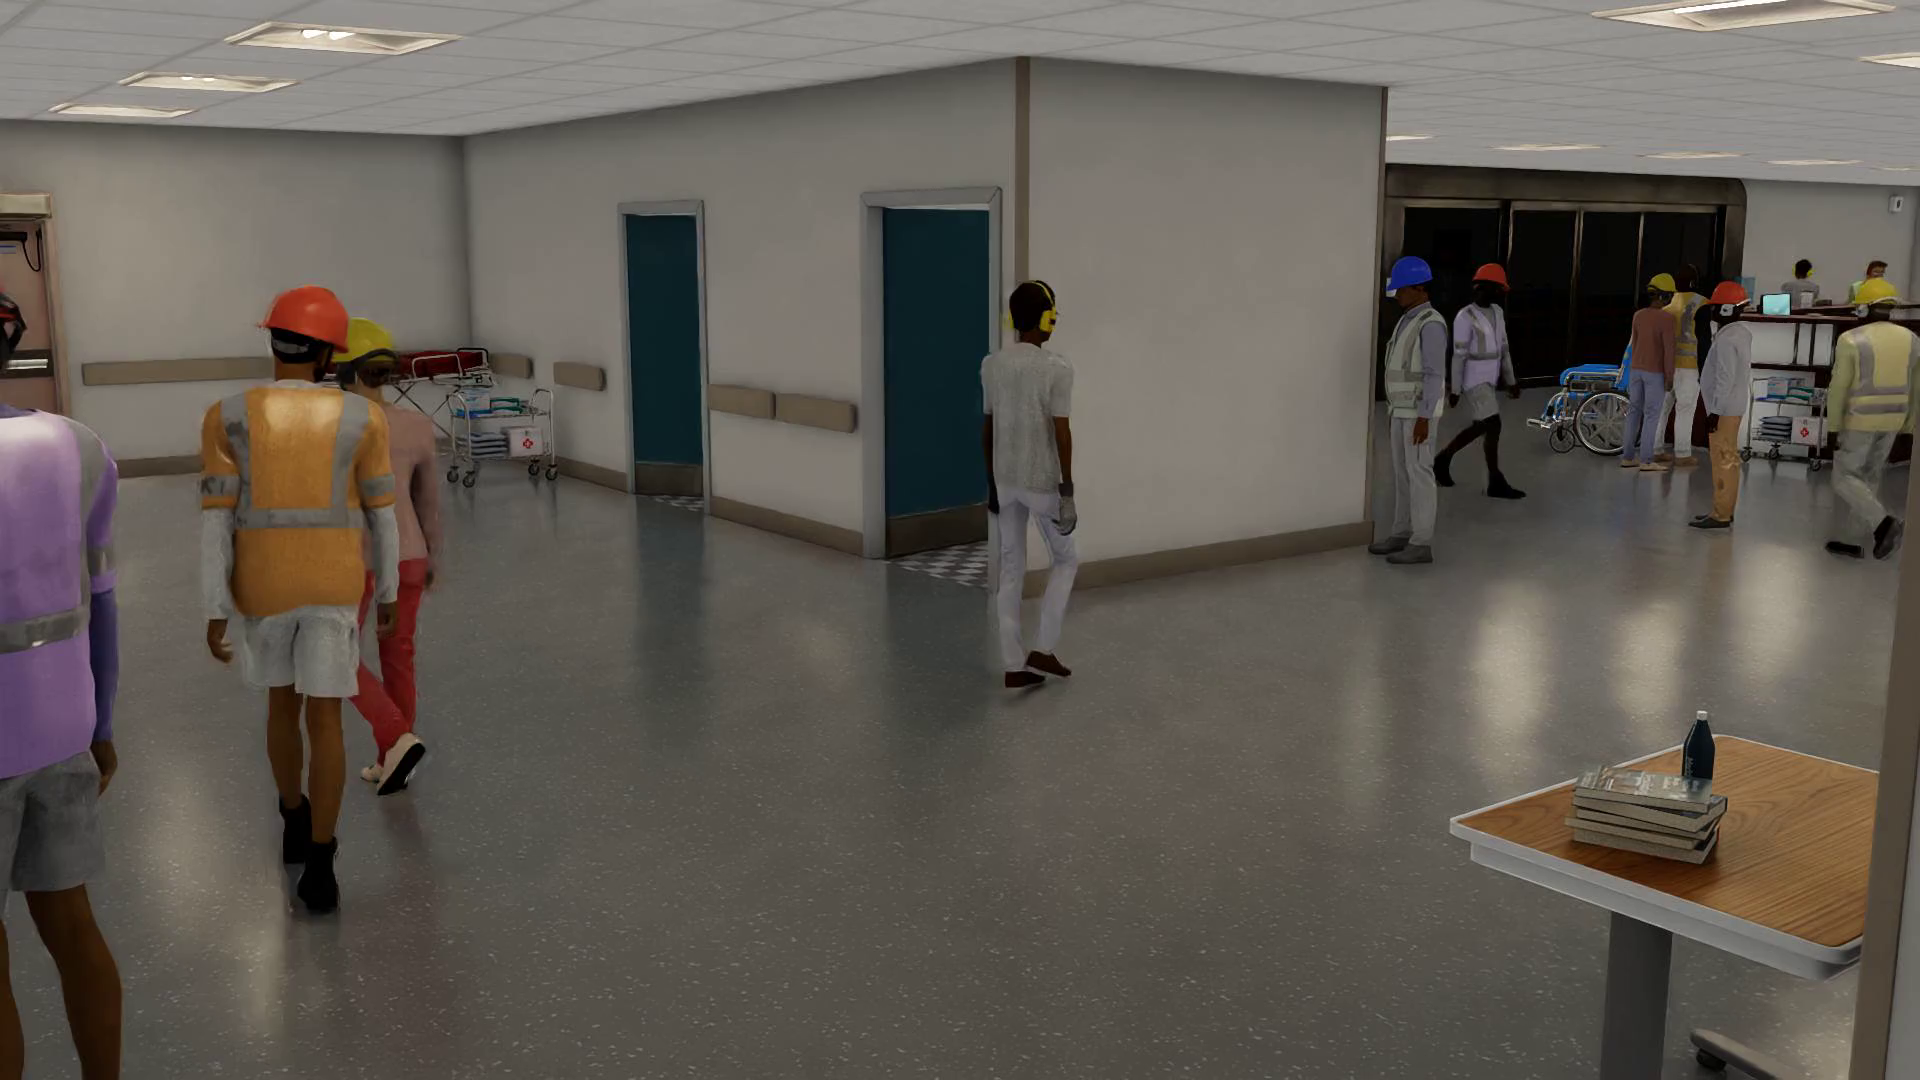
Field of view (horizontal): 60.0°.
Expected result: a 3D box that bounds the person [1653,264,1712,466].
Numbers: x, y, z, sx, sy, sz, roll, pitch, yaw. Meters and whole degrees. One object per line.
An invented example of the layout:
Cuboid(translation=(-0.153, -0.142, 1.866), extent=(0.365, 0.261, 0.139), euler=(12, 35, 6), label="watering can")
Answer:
Cuboid(translation=(6.578, -1.588, 15.182), extent=(0.431, 1.836, 0.618), euler=(-5, 11, -24), label="person")

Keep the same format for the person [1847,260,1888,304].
Cuboid(translation=(11.772, -2.728, 21.651), extent=(0.612, 1.818, 0.778), euler=(0, 10, 2), label="person")

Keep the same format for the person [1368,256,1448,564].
Cuboid(translation=(2.862, -0.818, 10.551), extent=(0.400, 1.938, 0.602), euler=(-1, 10, -4), label="person")

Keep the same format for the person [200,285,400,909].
Cuboid(translation=(-2.058, 0.155, 5.236), extent=(0.562, 1.880, 0.887), euler=(-3, 10, -15), label="person")

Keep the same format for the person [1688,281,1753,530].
Cuboid(translation=(5.403, -0.951, 11.809), extent=(0.327, 1.753, 0.561), euler=(7, 12, 34), label="person")

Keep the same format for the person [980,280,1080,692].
Cuboid(translation=(0.347, -0.240, 7.548), extent=(0.562, 1.852, 0.527), euler=(7, 12, 33), label="person")

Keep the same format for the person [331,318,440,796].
Cuboid(translation=(-2.098, 0.081, 6.011), extent=(0.462, 1.754, 0.540), euler=(8, 13, 38), label="person")

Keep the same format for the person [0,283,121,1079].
Cuboid(translation=(-2.004, 0.411, 3.433), extent=(0.409, 2.030, 0.610), euler=(3, 11, 17), label="person")

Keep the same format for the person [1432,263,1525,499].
Cuboid(translation=(4.196, -1.305, 13.484), extent=(0.531, 1.866, 0.954), euler=(-9, 14, -43), label="person")

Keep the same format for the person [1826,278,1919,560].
Cuboid(translation=(5.797, -0.742, 10.501), extent=(0.617, 1.804, 0.696), euler=(-2, 10, -10), label="person")

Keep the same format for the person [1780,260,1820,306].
Cuboid(translation=(11.201, -2.841, 22.296), extent=(0.533, 1.810, 0.920), euler=(3, 10, 14), label="person")

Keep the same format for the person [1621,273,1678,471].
Cuboid(translation=(6.189, -1.494, 14.854), extent=(0.342, 1.756, 0.518), euler=(-4, 11, -20), label="person")
